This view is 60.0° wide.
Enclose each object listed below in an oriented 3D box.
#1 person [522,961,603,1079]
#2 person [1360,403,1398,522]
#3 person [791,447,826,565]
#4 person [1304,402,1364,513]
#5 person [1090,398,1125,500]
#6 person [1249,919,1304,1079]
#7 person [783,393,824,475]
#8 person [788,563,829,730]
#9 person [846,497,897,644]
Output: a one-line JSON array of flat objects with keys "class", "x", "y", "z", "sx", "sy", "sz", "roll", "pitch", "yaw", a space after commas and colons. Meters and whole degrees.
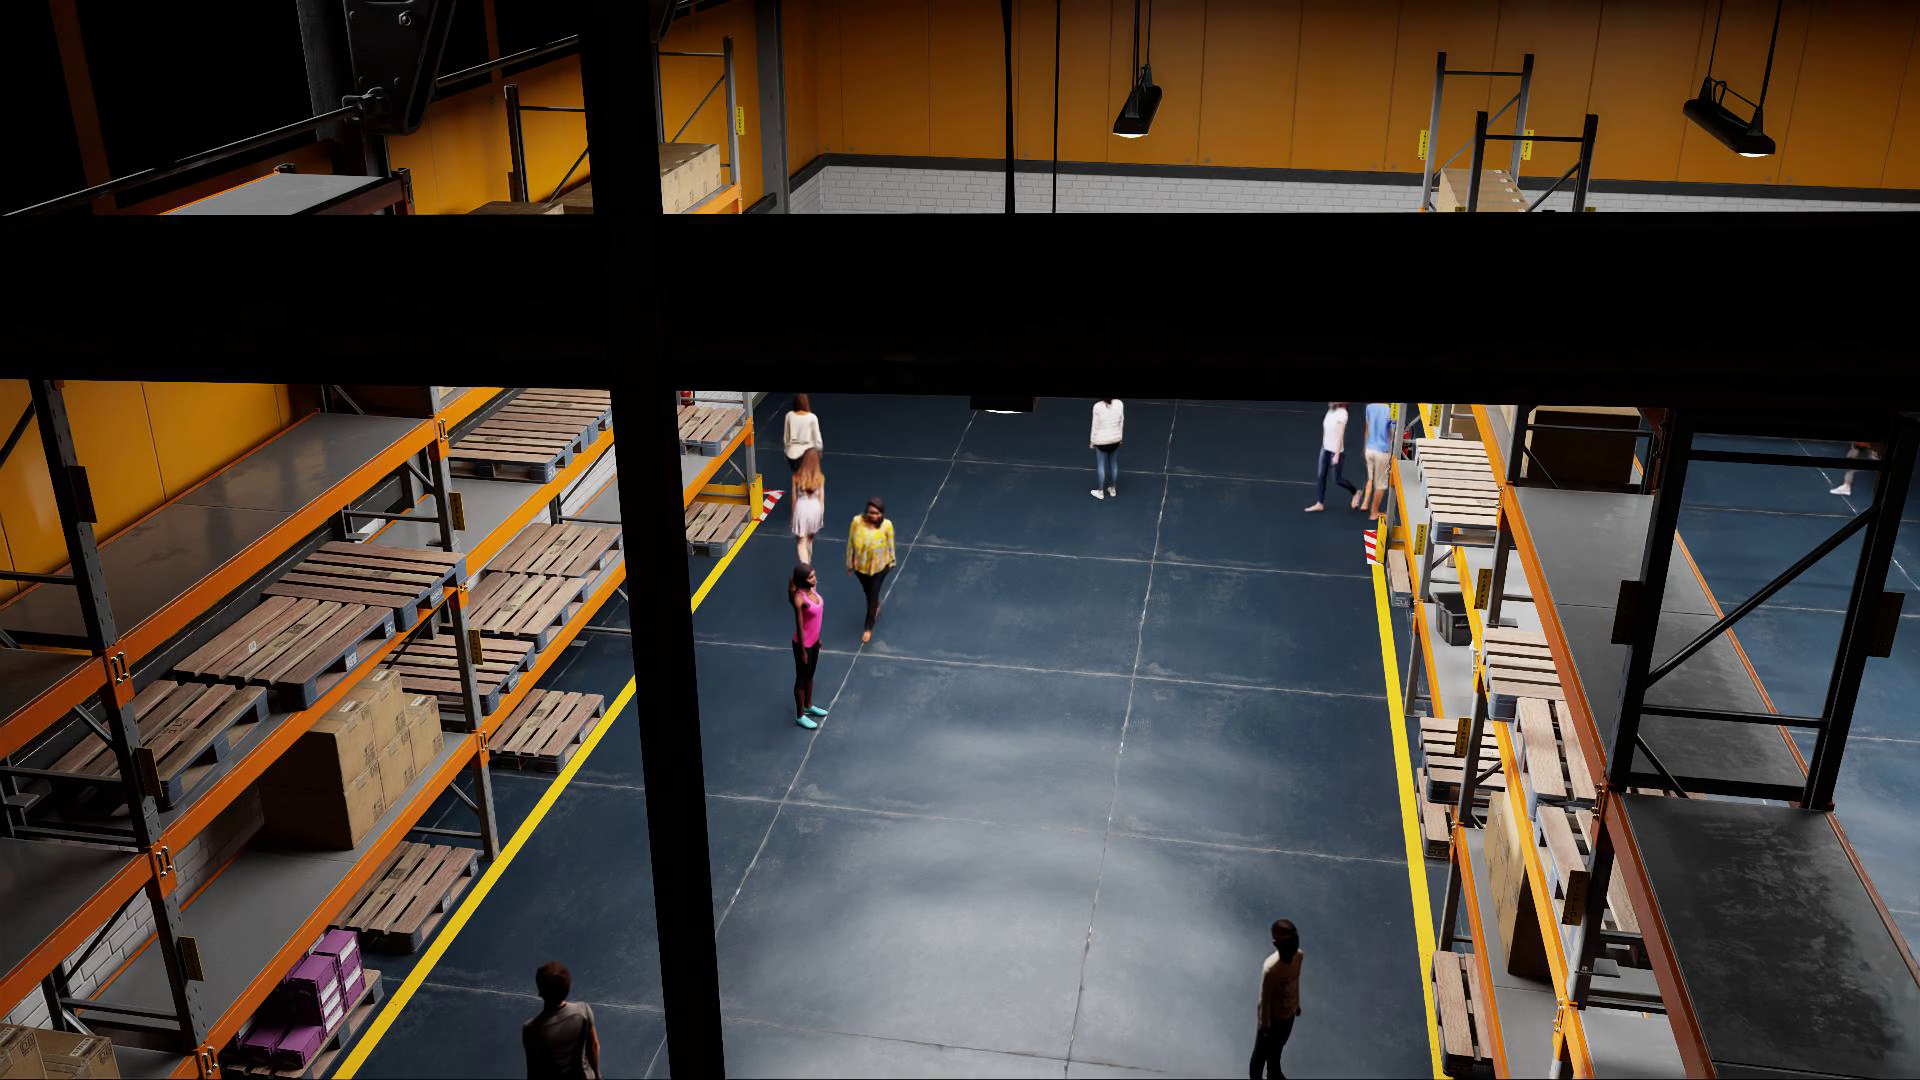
[{"class": "person", "x": -2.501, "y": 3.487, "z": 10.591, "sx": 0.736, "sy": 1.896, "sz": 0.779, "roll": -13, "pitch": 27, "yaw": -28}, {"class": "person", "x": 5.283, "y": -1.105, "z": 21.151, "sx": 0.831, "sy": 1.853, "sz": 0.778, "roll": -18, "pitch": 30, "yaw": -36}, {"class": "person", "x": -1.742, "y": -0.175, "z": 19.171, "sx": 0.739, "sy": 1.734, "sz": 1.015, "roll": -3, "pitch": 24, "yaw": -7}, {"class": "person", "x": 4.887, "y": -1.136, "z": 21.385, "sx": 0.933, "sy": 1.721, "sz": 0.983, "roll": -6, "pitch": 24, "yaw": -13}, {"class": "person", "x": 1.941, "y": -1.344, "z": 21.965, "sx": 0.703, "sy": 1.638, "sz": 0.721, "roll": -9, "pitch": 25, "yaw": -20}, {"class": "person", "x": 2.216, "y": 3.278, "z": 11.609, "sx": 0.614, "sy": 1.464, "sz": 0.688, "roll": -19, "pitch": 30, "yaw": -37}, {"class": "person", "x": -2.059, "y": -1.071, "z": 21.310, "sx": 0.664, "sy": 1.663, "sz": 0.808, "roll": 5, "pitch": 24, "yaw": 12}, {"class": "person", "x": -1.525, "y": 1.015, "z": 16.463, "sx": 0.661, "sy": 1.722, "sz": 0.545, "roll": 9, "pitch": 25, "yaw": 20}, {"class": "person", "x": -0.968, "y": 0.269, "z": 18.331, "sx": 0.747, "sy": 1.593, "sz": 1.094, "roll": 6, "pitch": 24, "yaw": 13}]
